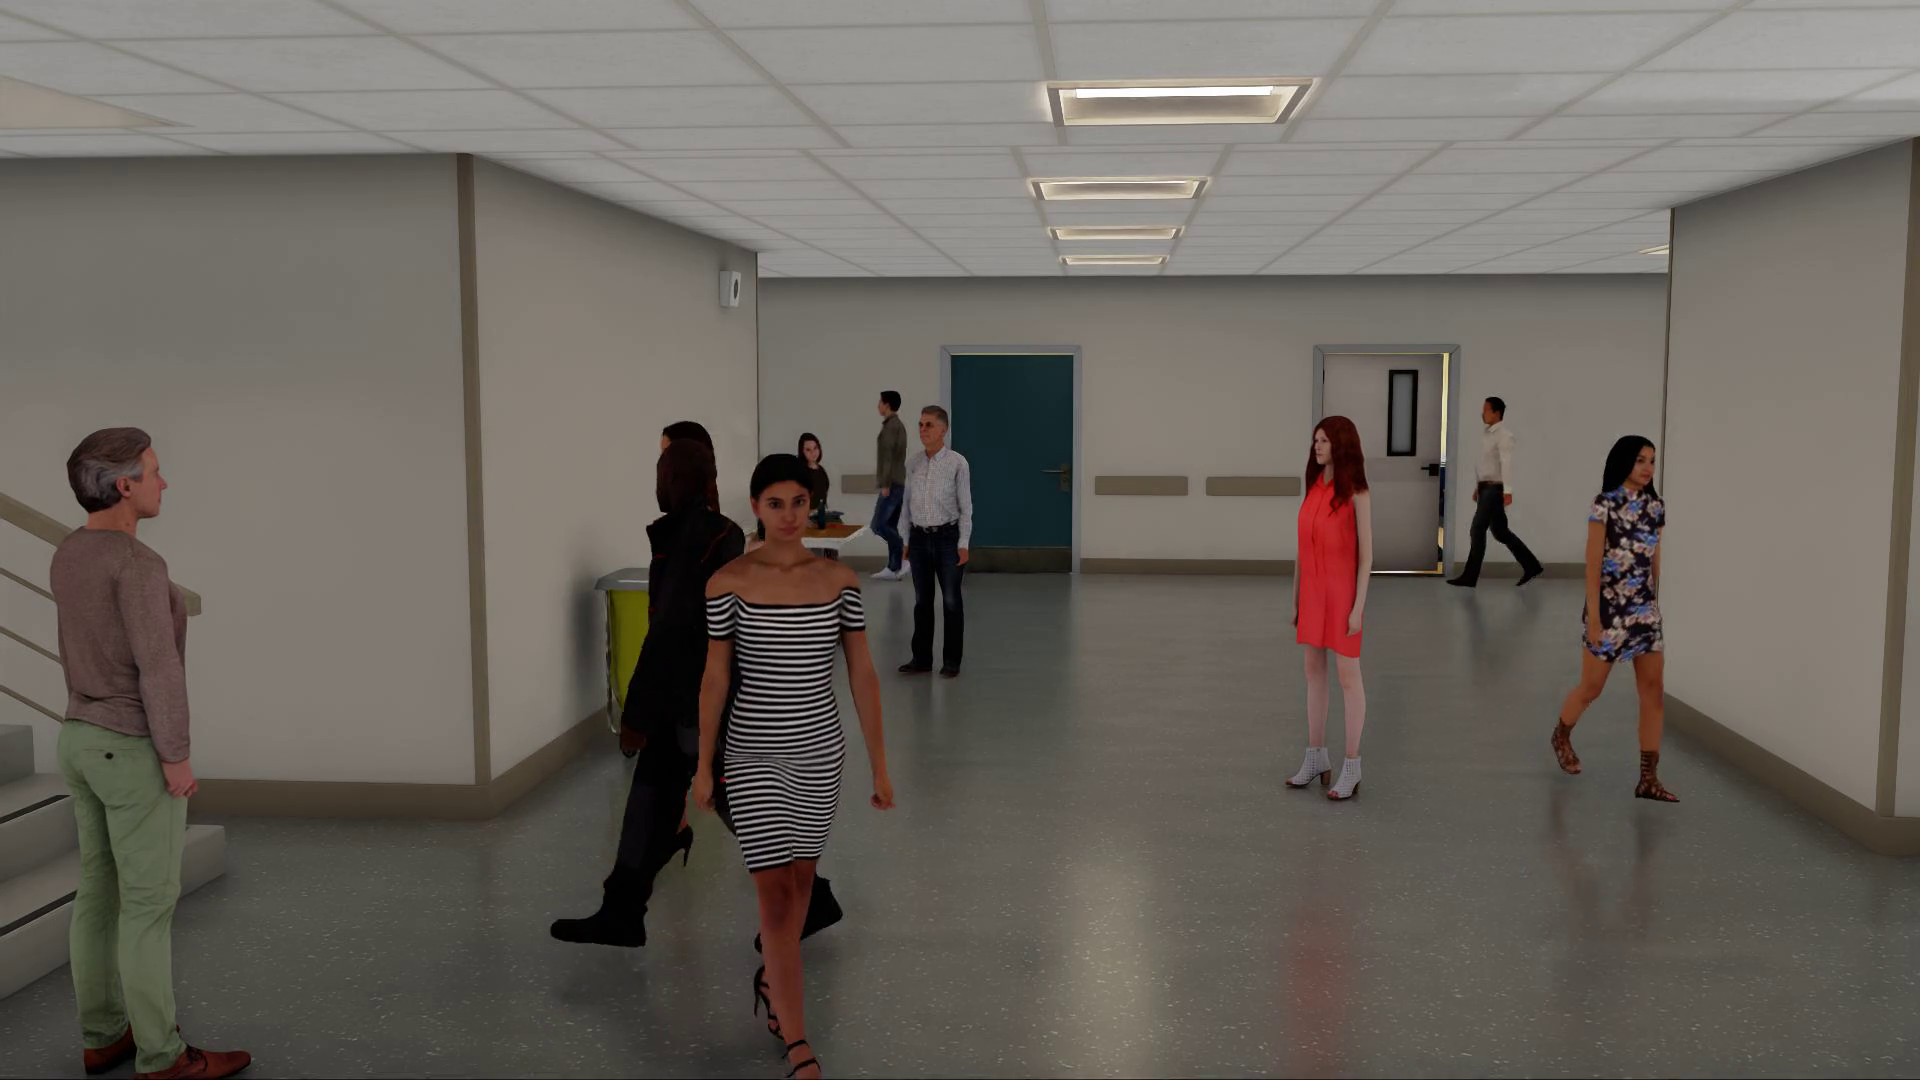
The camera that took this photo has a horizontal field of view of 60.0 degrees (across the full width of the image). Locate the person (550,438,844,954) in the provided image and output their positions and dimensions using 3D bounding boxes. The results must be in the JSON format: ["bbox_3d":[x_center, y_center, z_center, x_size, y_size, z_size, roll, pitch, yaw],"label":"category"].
[{"bbox_3d":[-0.774,0.569,5.698,1.308,1.782,0.896,-1,6,-9],"label":"person"}]

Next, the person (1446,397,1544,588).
[{"bbox_3d":[5.072,-0.417,15.514,1.186,1.779,0.774,0,6,-2],"label":"person"}]

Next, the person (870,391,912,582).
[{"bbox_3d":[-0.572,-0.514,16.111,0.766,1.852,0.716,1,6,8],"label":"person"}]

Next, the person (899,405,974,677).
[{"bbox_3d":[-0.155,-0.001,11.179,0.634,1.819,0.791,3,6,27],"label":"person"}]

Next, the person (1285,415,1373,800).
[{"bbox_3d":[1.800,0.312,8.025,0.694,1.828,0.663,-4,7,-32],"label":"person"}]

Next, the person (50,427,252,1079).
[{"bbox_3d":[-2.386,0.617,4.757,0.724,1.875,0.830,4,7,36],"label":"person"}]

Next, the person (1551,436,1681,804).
[{"bbox_3d":[3.128,0.379,8.023,1.149,1.694,0.920,-1,6,-13],"label":"person"}]

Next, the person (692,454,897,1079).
[{"bbox_3d":[-0.513,0.671,4.754,1.159,1.767,1.052,-2,6,-20],"label":"person"}]
